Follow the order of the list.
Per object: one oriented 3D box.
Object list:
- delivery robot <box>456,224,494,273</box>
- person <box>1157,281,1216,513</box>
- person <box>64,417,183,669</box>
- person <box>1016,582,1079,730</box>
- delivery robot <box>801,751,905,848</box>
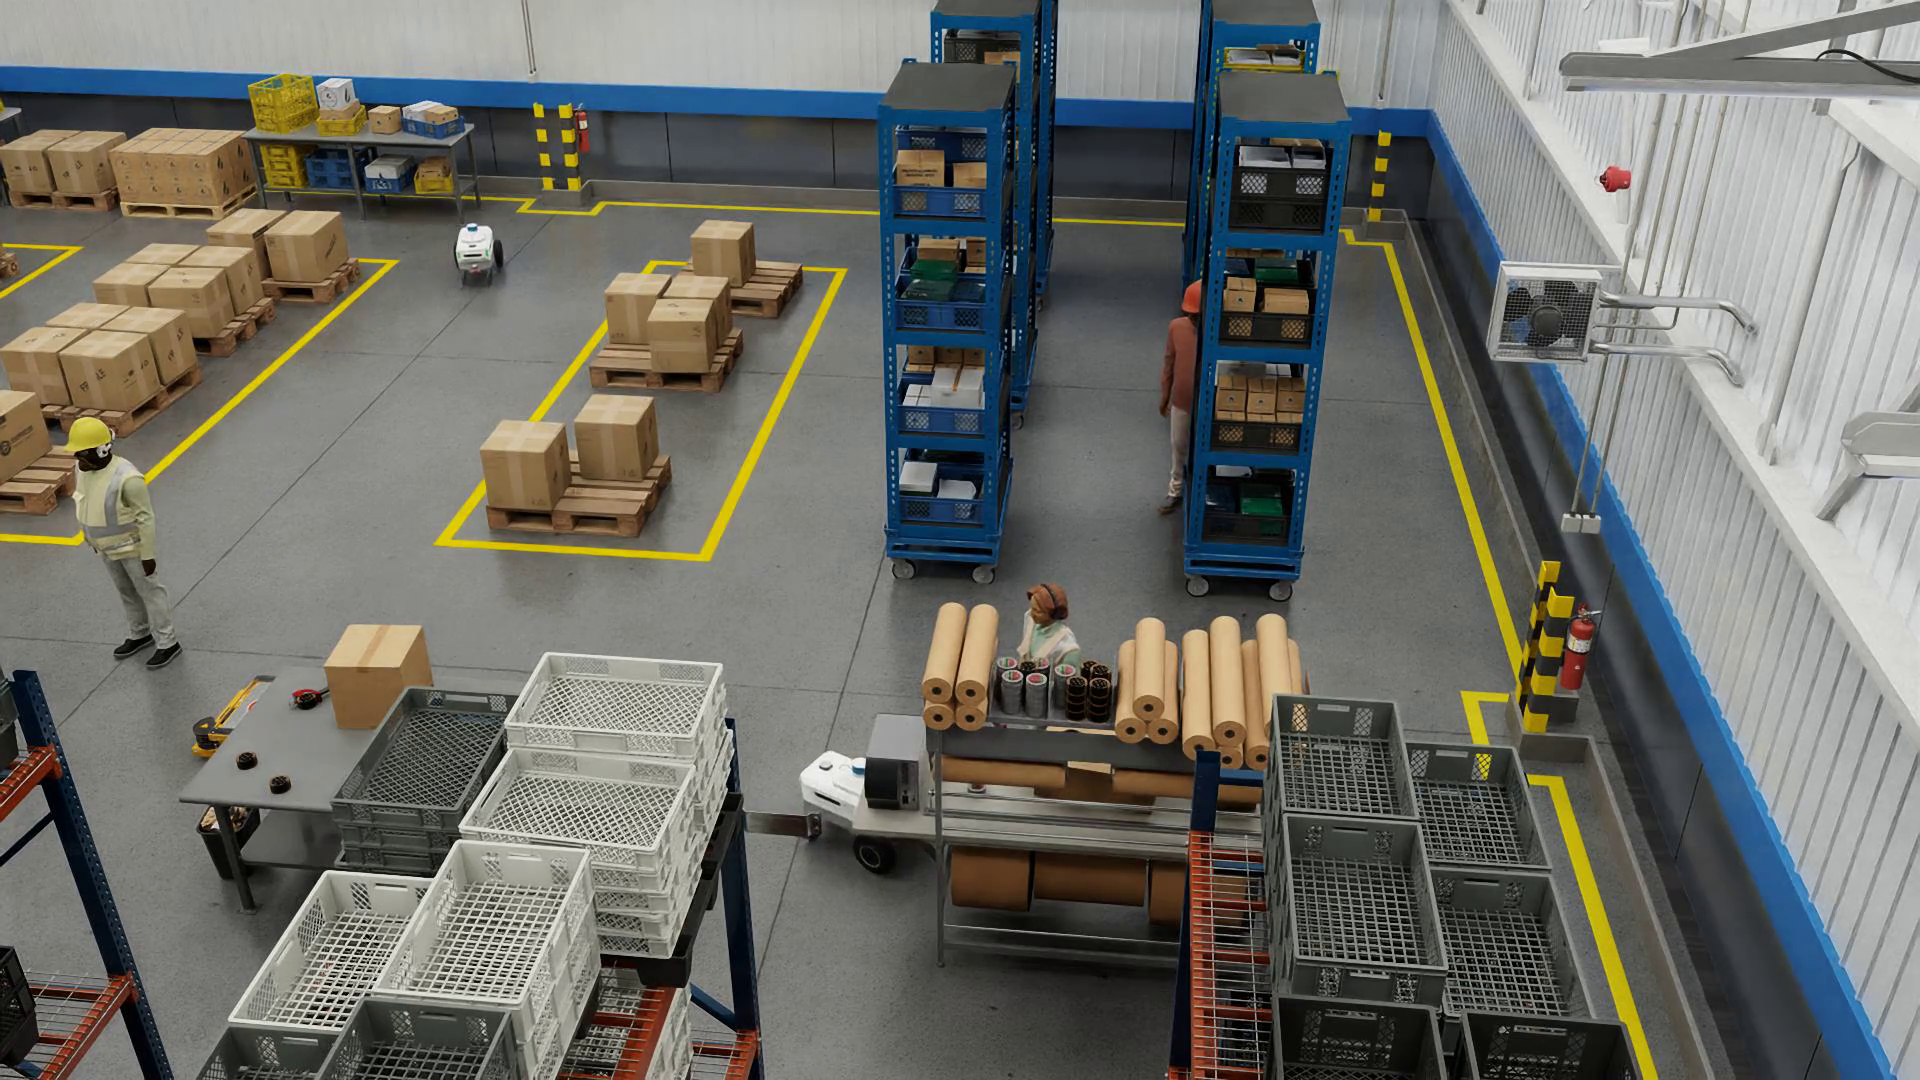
[{"bbox_3d":[-5.135,-3.105,17.610,0.477,0.478,0.707,-6,31,-9],"label":"delivery robot"},{"bbox_3d":[1.789,-1.059,12.774,0.614,1.986,0.401,23,38,34],"label":"person"},{"bbox_3d":[-5.593,0.015,11.078,0.589,1.834,0.403,15,33,24],"label":"person"},{"bbox_3d":[0.507,0.948,9.673,0.312,1.632,0.513,-16,34,-25],"label":"person"},{"bbox_3d":[-0.576,1.490,9.717,0.707,0.478,0.477,18,35,28],"label":"delivery robot"}]
